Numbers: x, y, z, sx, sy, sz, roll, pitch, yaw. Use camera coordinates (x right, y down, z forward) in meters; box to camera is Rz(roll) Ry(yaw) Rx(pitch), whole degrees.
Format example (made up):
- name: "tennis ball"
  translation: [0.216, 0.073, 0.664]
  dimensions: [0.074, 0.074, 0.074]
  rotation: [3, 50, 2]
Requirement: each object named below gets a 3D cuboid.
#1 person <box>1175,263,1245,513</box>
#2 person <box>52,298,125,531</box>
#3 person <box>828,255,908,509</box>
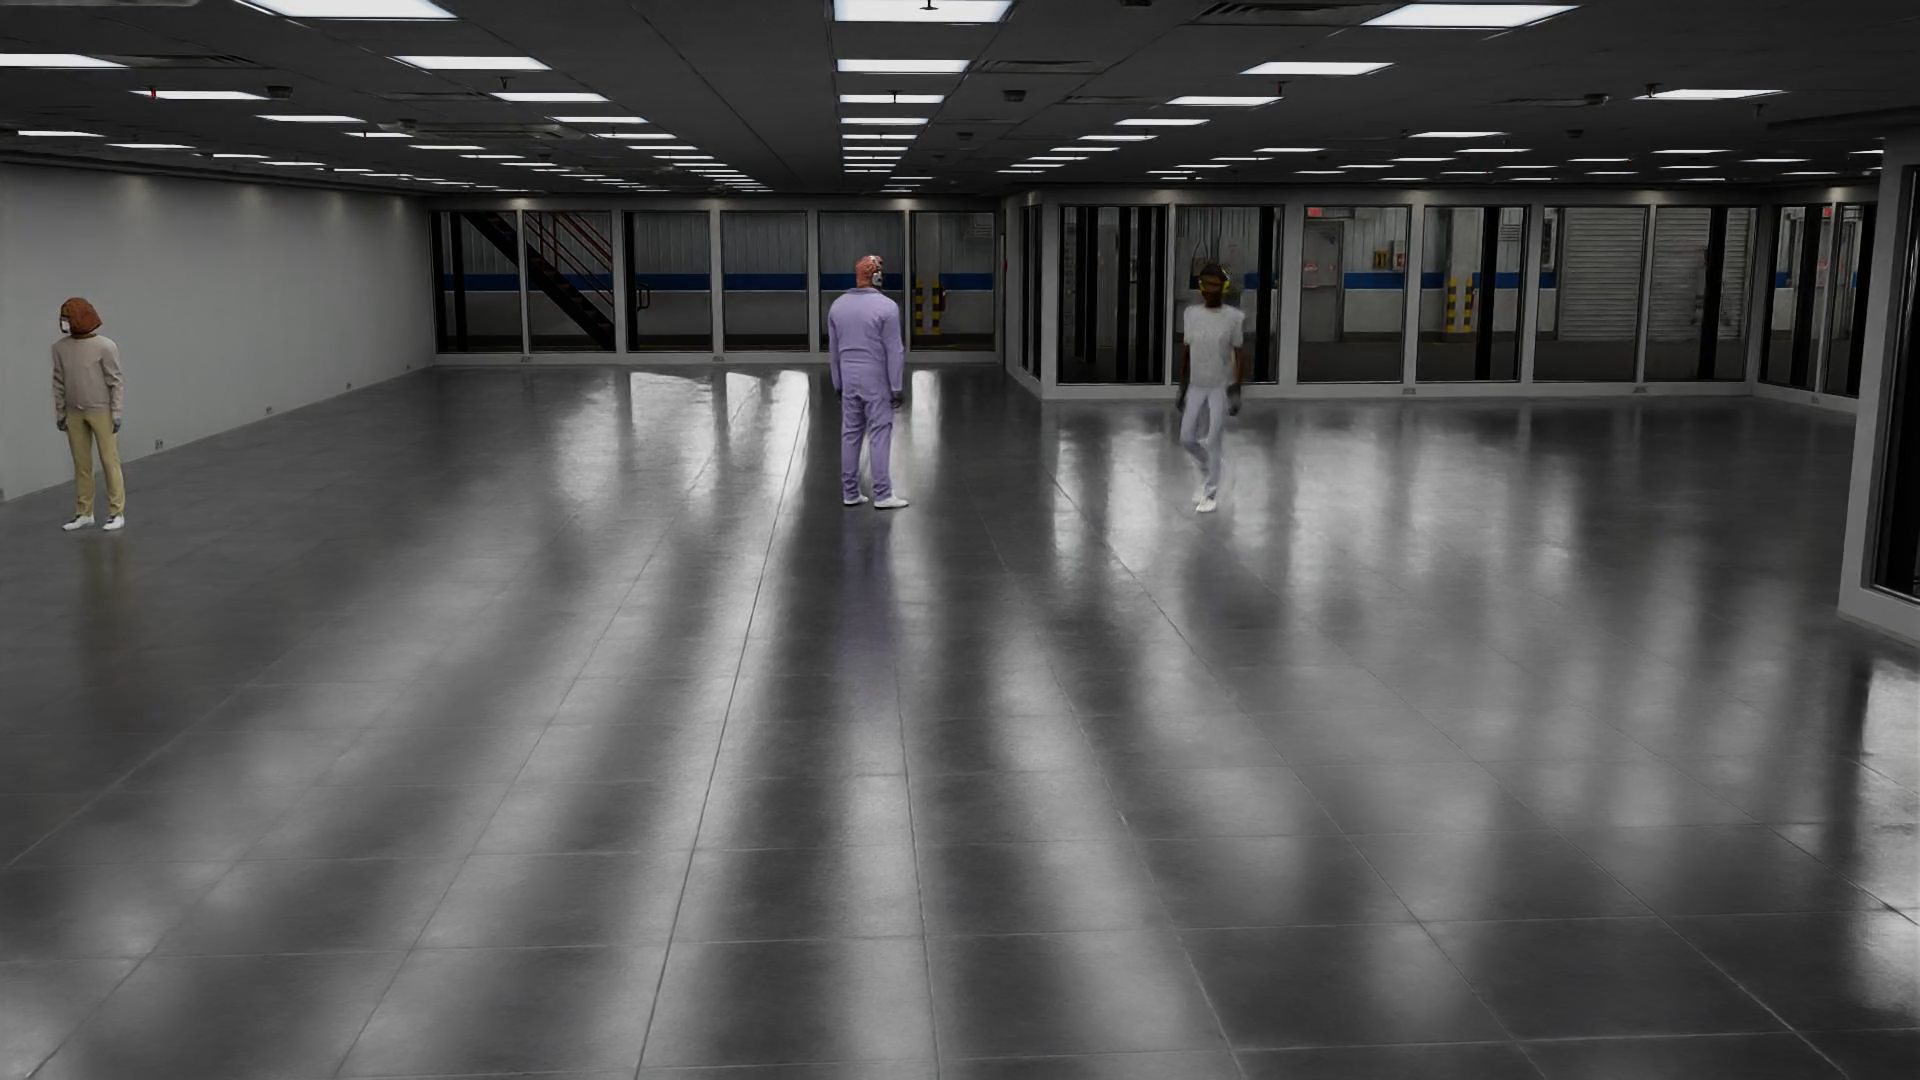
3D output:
- name: "person"
  translation: [1.846, -1.126, 12.399]
  dimensions: [0.556, 1.856, 0.405]
  rotation: [6, 12, 31]
- name: "person"
  translation: [-6.095, -0.874, 11.641]
  dimensions: [0.501, 1.631, 0.285]
  rotation: [2, 11, 9]
- name: "person"
  translation: [-0.681, -1.188, 12.595]
  dimensions: [0.642, 1.909, 0.399]
  rotation: [7, 13, 34]
